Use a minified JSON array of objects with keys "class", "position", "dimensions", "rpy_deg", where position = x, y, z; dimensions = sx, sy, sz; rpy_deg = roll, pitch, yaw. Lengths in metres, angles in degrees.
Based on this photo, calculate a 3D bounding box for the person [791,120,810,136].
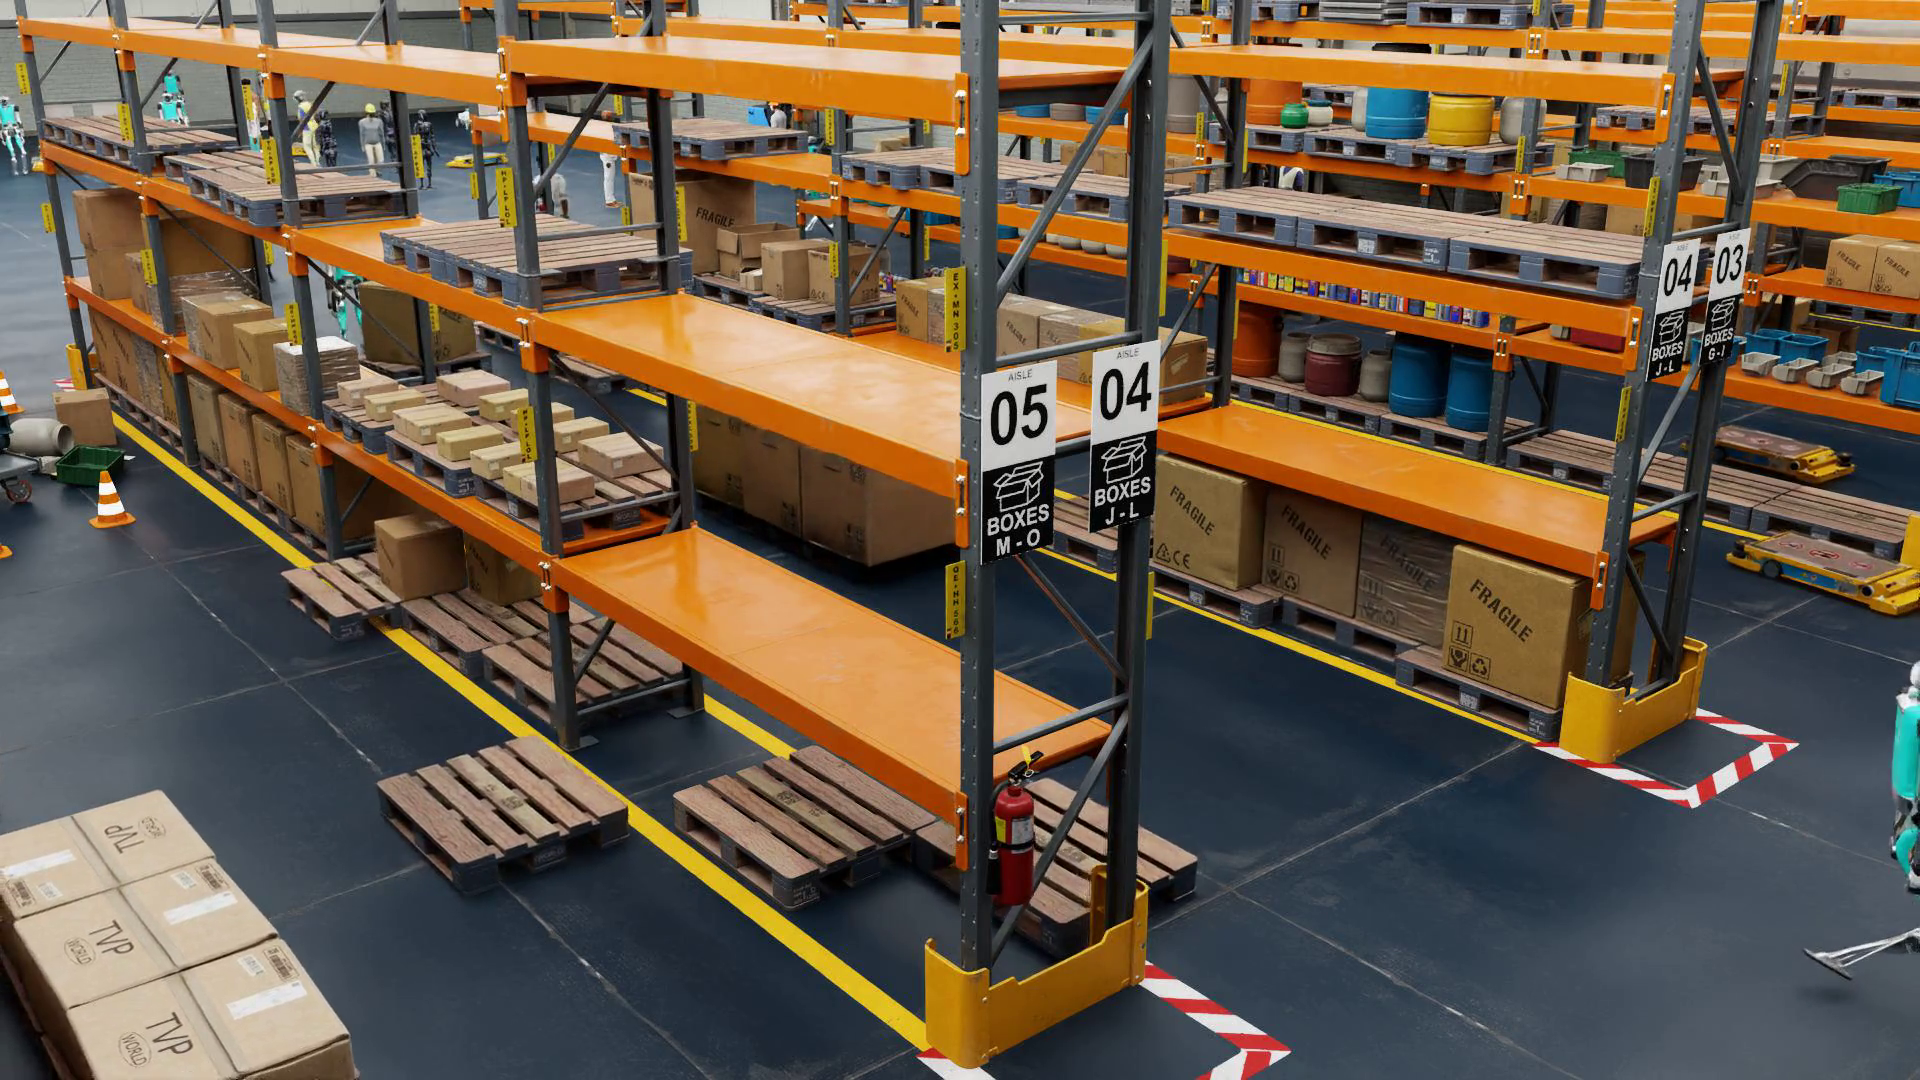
[{"class":"person","position":[-3.493,-8.656,36.411],"dimensions":[0.538,1.707,0.949],"rpy_deg":[-10,22,-27]}]

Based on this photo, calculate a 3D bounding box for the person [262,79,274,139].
[{"class":"person","position":[-18.559,-11.588,44.755],"dimensions":[0.318,1.699,0.534],"rpy_deg":[-11,22,-28]}]

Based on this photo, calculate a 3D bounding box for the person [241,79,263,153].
[{"class":"person","position":[-17.872,-10.704,42.014],"dimensions":[0.404,1.850,0.780],"rpy_deg":[-18,26,-41]}]

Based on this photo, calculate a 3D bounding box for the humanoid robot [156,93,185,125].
[{"class":"humanoid robot","position":[-18.163,-9.395,38.524],"dimensions":[0.554,1.805,0.901],"rpy_deg":[-12,23,-31]}]

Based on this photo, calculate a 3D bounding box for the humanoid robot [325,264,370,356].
[{"class":"humanoid robot","position":[-7.111,-2.727,19.532],"dimensions":[0.575,1.773,0.900],"rpy_deg":[-9,21,-24]}]

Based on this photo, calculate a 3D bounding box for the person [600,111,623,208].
[{"class":"person","position":[-6.945,-7.554,33.001],"dimensions":[0.352,1.882,0.580],"rpy_deg":[0,19,-1]}]

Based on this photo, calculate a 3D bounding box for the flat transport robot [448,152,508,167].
[{"class":"flat transport robot","position":[-11.515,-9.107,39.853],"dimensions":[0.659,0.231,1.431],"rpy_deg":[11,22,28]}]

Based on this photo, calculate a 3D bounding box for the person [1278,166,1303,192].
[{"class":"person","position":[5.374,-5.482,27.160],"dimensions":[0.374,1.843,0.566],"rpy_deg":[-8,21,-21]}]

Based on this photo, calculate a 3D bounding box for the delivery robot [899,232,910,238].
[{"class":"delivery robot","position":[-0.677,-5.598,29.464],"dimensions":[0.816,0.613,0.499],"rpy_deg":[-16,25,-38]}]

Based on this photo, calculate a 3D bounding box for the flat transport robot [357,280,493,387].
[{"class":"flat transport robot","position":[-6.136,-1.814,19.097],"dimensions":[0.659,0.231,1.431],"rpy_deg":[-18,26,-41]}]

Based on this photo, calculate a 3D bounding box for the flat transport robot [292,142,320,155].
[{"class":"flat transport robot","position":[-16.641,-9.888,42.077],"dimensions":[0.659,0.231,1.431],"rpy_deg":[-3,20,-8]}]

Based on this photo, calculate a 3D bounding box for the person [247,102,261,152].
[{"class":"person","position":[-15.857,-9.050,37.233],"dimensions":[0.379,1.913,0.493],"rpy_deg":[-16,25,-39]}]

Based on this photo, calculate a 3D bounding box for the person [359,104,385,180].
[{"class":"person","position":[-12.785,-8.615,36.219],"dimensions":[0.525,1.750,0.439],"rpy_deg":[-11,22,-28]}]

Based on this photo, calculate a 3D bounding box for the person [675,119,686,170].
[{"class":"person","position":[-5.622,-7.580,33.362],"dimensions":[0.910,1.686,0.469],"rpy_deg":[0,19,1]}]

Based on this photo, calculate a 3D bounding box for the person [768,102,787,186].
[{"class":"person","position":[-3.954,-8.664,36.164],"dimensions":[0.383,1.889,0.570],"rpy_deg":[9,21,25]}]

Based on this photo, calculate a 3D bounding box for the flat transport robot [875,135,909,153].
[{"class":"flat transport robot","position":[-1.375,-8.189,37.242],"dimensions":[0.659,0.231,1.431],"rpy_deg":[-8,21,-22]}]

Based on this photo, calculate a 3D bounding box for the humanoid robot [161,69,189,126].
[{"class":"humanoid robot","position":[-22.194,-12.406,47.104],"dimensions":[0.570,1.823,0.729],"rpy_deg":[-4,20,-10]}]

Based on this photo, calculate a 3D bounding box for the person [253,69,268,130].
[{"class":"person","position":[-20.009,-12.725,47.730],"dimensions":[0.401,1.876,0.498],"rpy_deg":[-10,22,-26]}]

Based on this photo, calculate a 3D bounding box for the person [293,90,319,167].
[{"class":"person","position":[-15.033,-9.436,38.409],"dimensions":[0.399,1.870,0.695],"rpy_deg":[-1,19,-3]}]

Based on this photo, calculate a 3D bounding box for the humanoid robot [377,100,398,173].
[{"class":"humanoid robot","position":[-13.061,-9.256,38.174],"dimensions":[0.444,1.640,0.596],"rpy_deg":[8,21,22]}]

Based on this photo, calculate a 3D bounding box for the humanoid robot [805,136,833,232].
[{"class":"humanoid robot","position":[-2.465,-6.402,30.021],"dimensions":[1.033,1.768,0.550],"rpy_deg":[-17,26,-40]}]

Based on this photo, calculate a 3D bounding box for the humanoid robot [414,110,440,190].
[{"class":"humanoid robot","position":[-11.429,-8.350,35.556],"dimensions":[0.315,1.657,0.599],"rpy_deg":[10,22,27]}]

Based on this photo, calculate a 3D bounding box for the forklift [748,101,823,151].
[{"class":"forklift","position":[-4.526,-11.368,42.374],"dimensions":[1.129,2.768,1.873],"rpy_deg":[-15,24,-37]}]

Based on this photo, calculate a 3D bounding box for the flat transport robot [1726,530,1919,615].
[{"class":"flat transport robot","position":[6.953,0.242,13.247],"dimensions":[0.659,0.231,1.431],"rpy_deg":[-12,23,-30]}]

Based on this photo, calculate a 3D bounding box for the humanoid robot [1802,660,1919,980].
[{"class":"humanoid robot","position":[4.594,1.412,7.711],"dimensions":[1.032,1.733,0.560],"rpy_deg":[6,20,17]}]

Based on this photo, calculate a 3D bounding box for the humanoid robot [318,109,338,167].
[{"class":"humanoid robot","position":[-13.587,-8.430,35.778],"dimensions":[0.599,1.659,0.315],"rpy_deg":[18,26,42]}]

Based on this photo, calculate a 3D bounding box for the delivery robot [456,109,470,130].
[{"class":"delivery robot","position":[-14.265,-12.177,48.165],"dimensions":[0.499,0.598,0.802],"rpy_deg":[-12,23,-31]}]

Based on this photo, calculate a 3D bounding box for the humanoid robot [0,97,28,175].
[{"class":"humanoid robot","position":[-21.433,-9.110,37.673],"dimensions":[0.536,1.764,0.841],"rpy_deg":[-15,24,-36]}]

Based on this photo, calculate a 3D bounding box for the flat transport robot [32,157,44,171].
[{"class":"flat transport robot","position":[-21.458,-8.851,39.125],"dimensions":[0.659,0.231,1.431],"rpy_deg":[-10,22,-26]}]

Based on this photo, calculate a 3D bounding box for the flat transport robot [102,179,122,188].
[{"class":"flat transport robot","position":[-17.041,-7.325,34.784],"dimensions":[0.659,0.231,1.431],"rpy_deg":[7,20,18]}]

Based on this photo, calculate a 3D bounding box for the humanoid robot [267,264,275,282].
[{"class":"humanoid robot","position":[-10.763,-4.777,25.394],"dimensions":[0.599,1.648,0.390],"rpy_deg":[4,20,12]}]

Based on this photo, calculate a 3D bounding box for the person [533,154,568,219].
[{"class":"person","position":[-6.253,-4.969,25.541],"dimensions":[0.640,1.950,0.523],"rpy_deg":[8,21,22]}]

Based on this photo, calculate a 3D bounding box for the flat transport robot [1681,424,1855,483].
[{"class":"flat transport robot","position":[7.940,-0.857,16.374],"dimensions":[0.659,0.231,1.431],"rpy_deg":[-13,23,-33]}]
